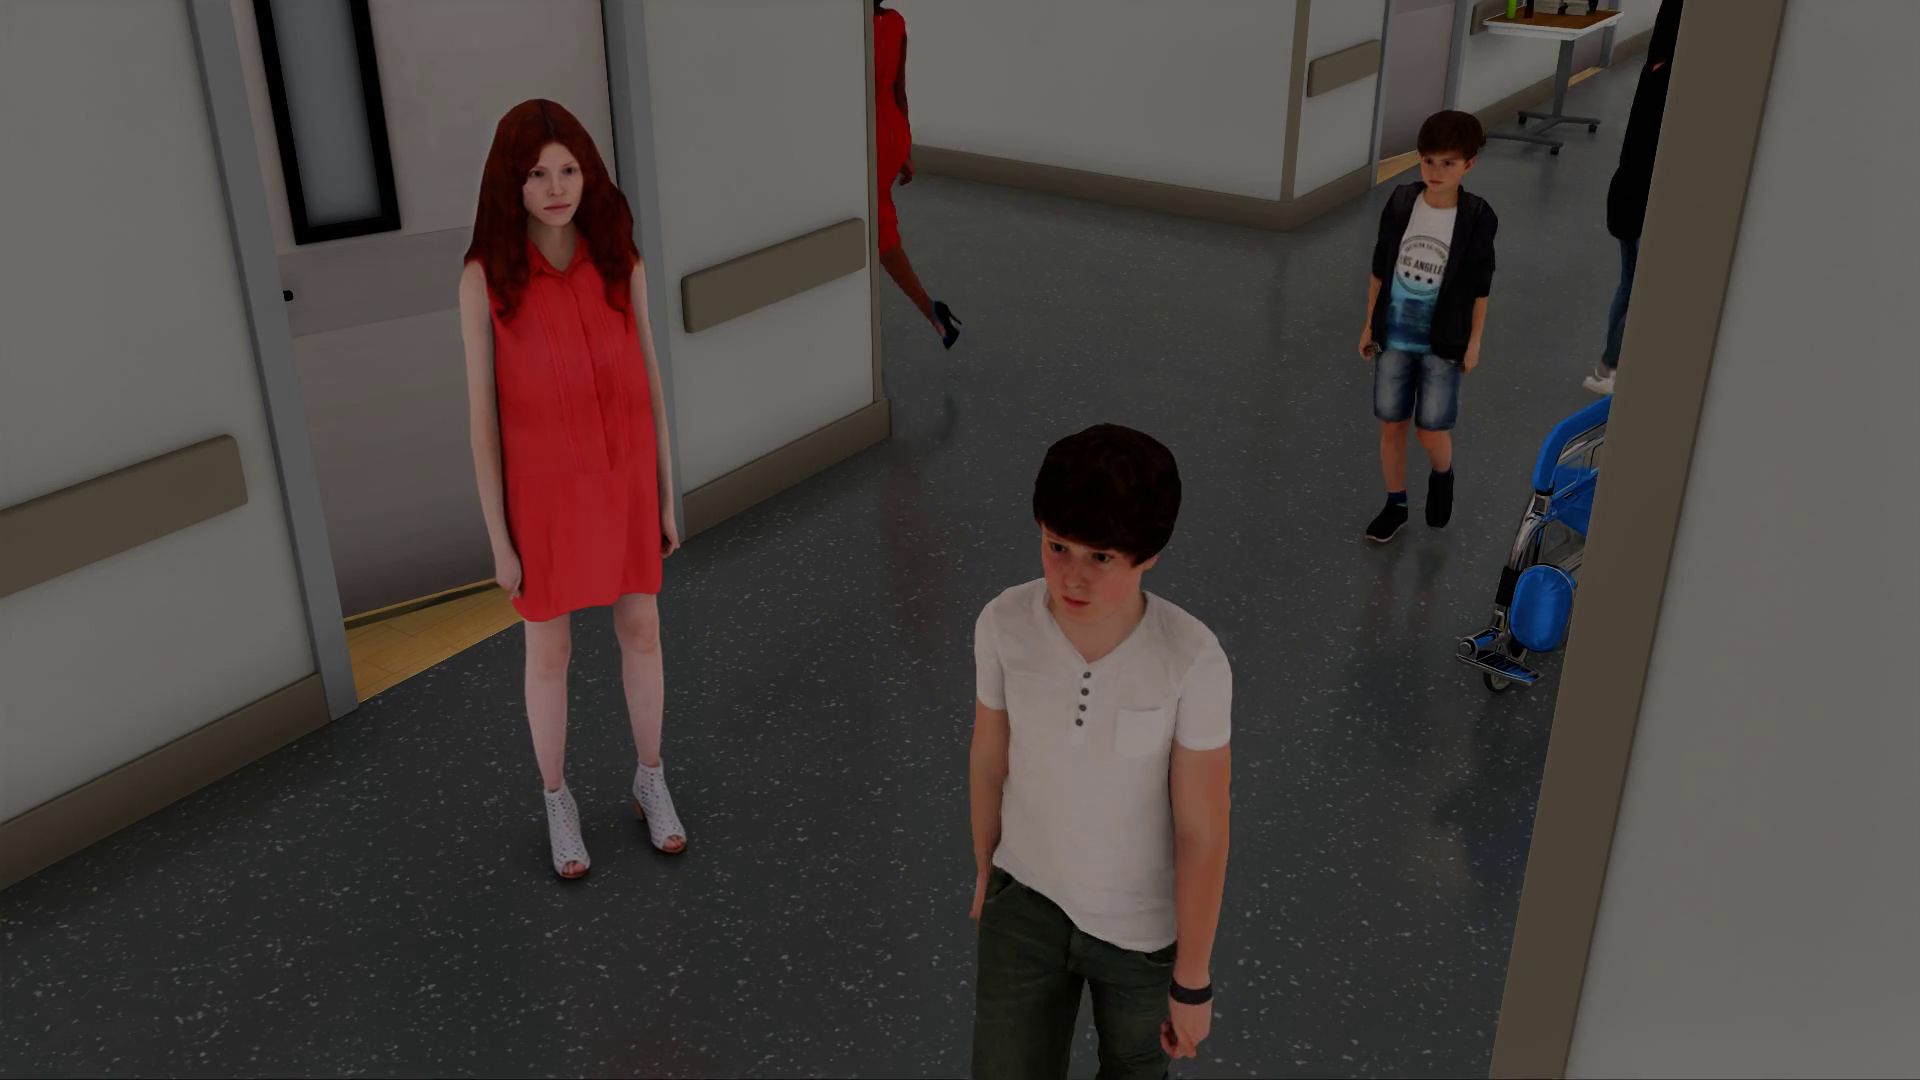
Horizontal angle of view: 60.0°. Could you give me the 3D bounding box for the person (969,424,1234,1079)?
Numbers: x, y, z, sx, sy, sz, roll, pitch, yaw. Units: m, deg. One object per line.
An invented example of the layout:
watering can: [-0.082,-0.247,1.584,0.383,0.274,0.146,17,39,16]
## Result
person: [0.234,0.569,2.655,0.813,1.607,1.205,9,27,18]

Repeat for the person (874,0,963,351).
person: [-0.309,-1.568,6.967,1.077,1.710,0.810,-20,32,-36]

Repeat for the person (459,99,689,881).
person: [-0.848,-0.068,3.726,0.586,1.823,0.710,-15,29,-28]

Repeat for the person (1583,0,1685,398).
person: [2.679,-1.347,6.590,0.795,1.640,0.697,2,26,5]

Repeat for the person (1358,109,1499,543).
person: [1.541,-0.692,5.463,0.542,1.438,0.593,18,31,33]
